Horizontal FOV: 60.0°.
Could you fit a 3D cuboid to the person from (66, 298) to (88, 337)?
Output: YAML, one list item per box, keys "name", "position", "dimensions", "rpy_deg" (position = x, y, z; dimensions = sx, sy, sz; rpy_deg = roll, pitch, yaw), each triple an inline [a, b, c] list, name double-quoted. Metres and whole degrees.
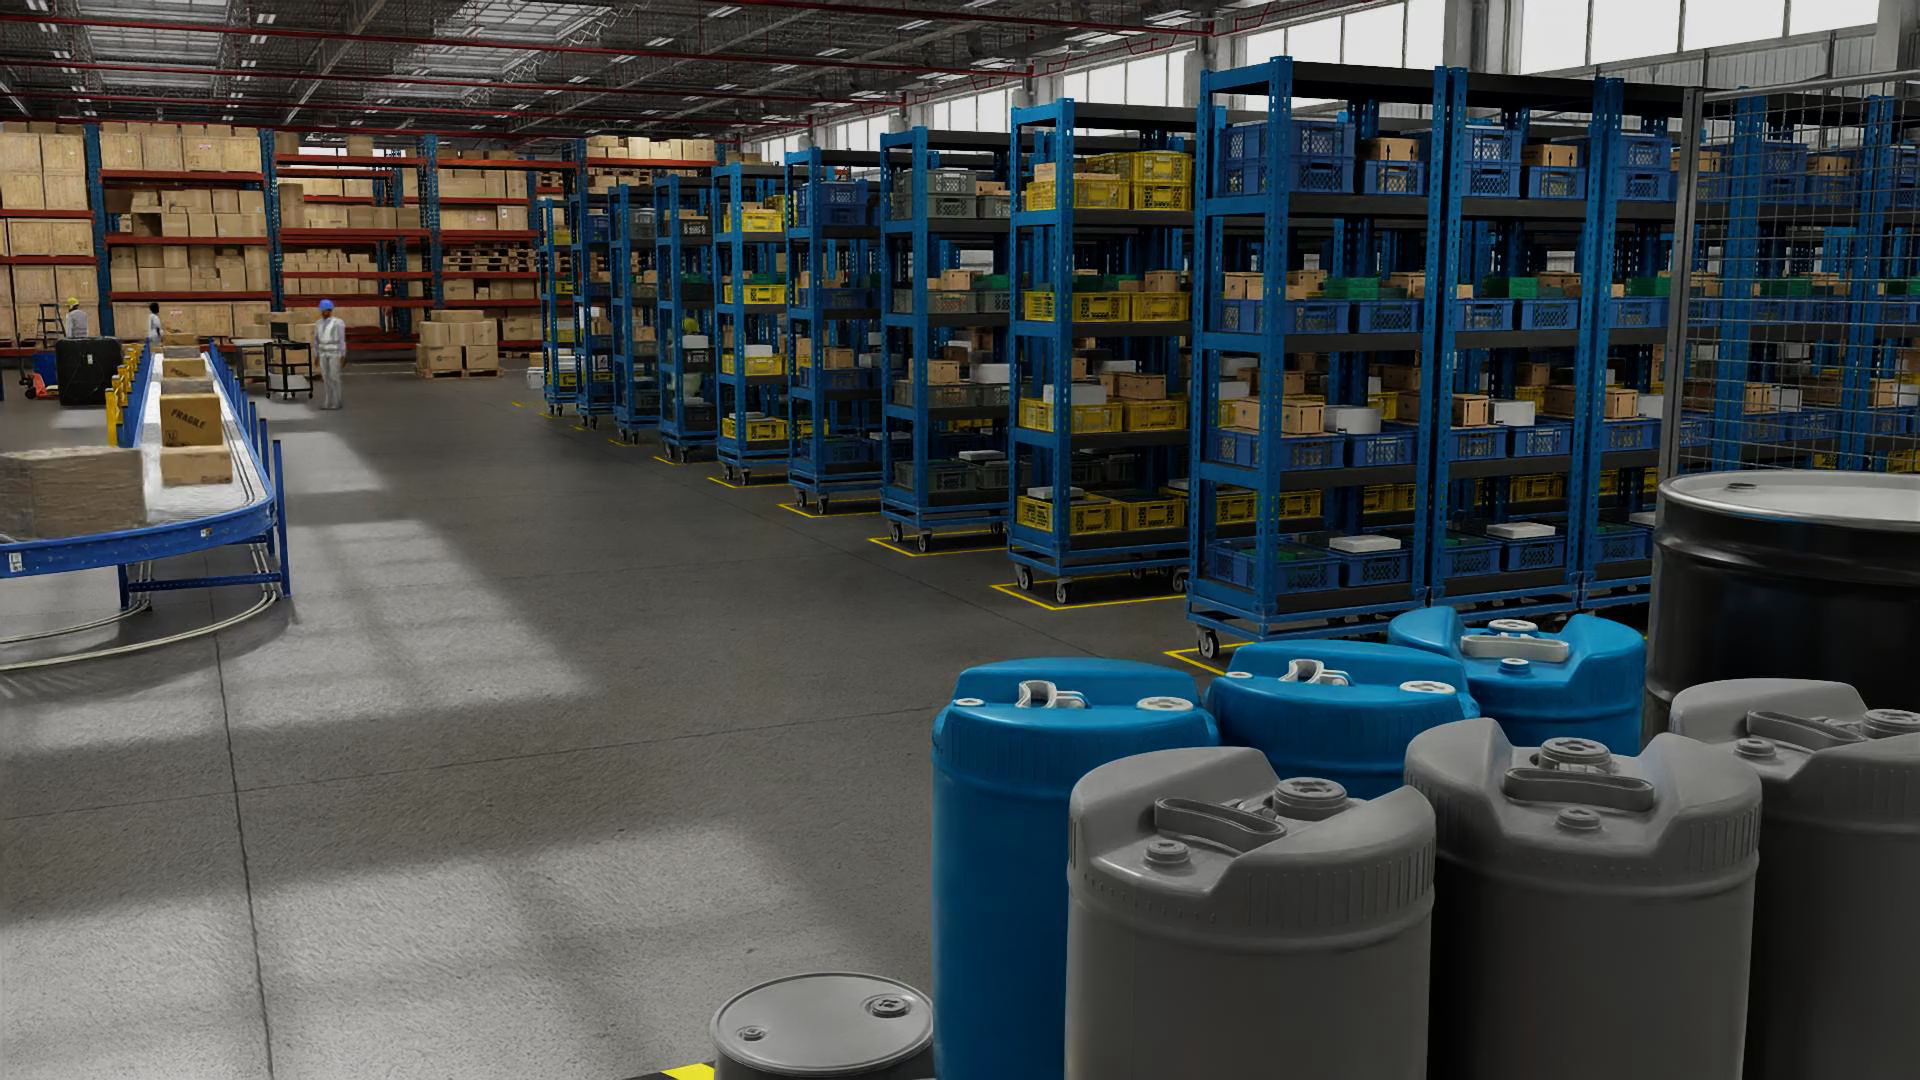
- name: "person"
  position: [-20.250, -4.636, 38.140]
  dimensions: [0.404, 1.826, 0.591]
  rpy_deg: [3, 10, 16]

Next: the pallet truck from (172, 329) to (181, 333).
- name: "pallet truck"
  position: [-17.275, -3.851, 35.096]
  dimensions: [1.601, 1.201, 0.680]
  rpy_deg: [0, 9, 1]

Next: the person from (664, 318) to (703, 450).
- name: "person"
  position: [-3.713, -2.062, 22.225]
  dimensions: [0.608, 1.807, 0.660]
  rpy_deg: [9, 13, 43]

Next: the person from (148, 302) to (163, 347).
- name: "person"
  position: [-19.916, -5.028, 41.028]
  dimensions: [0.723, 1.670, 0.535]
  rpy_deg: [-7, 11, -36]

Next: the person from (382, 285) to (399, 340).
- name: "person"
  position: [-18.999, -7.518, 55.499]
  dimensions: [0.611, 1.985, 0.394]
  rpy_deg: [0, 9, 2]

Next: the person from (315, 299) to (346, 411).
- name: "person"
  position: [-10.988, -3.228, 29.011]
  dimensions: [0.611, 1.948, 0.392]
  rpy_deg: [3, 10, 20]

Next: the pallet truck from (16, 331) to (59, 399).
- name: "pallet truck"
  position: [-17.082, -3.353, 31.781]
  dimensions: [1.630, 1.274, 0.653]
  rpy_deg: [-4, 10, -25]
